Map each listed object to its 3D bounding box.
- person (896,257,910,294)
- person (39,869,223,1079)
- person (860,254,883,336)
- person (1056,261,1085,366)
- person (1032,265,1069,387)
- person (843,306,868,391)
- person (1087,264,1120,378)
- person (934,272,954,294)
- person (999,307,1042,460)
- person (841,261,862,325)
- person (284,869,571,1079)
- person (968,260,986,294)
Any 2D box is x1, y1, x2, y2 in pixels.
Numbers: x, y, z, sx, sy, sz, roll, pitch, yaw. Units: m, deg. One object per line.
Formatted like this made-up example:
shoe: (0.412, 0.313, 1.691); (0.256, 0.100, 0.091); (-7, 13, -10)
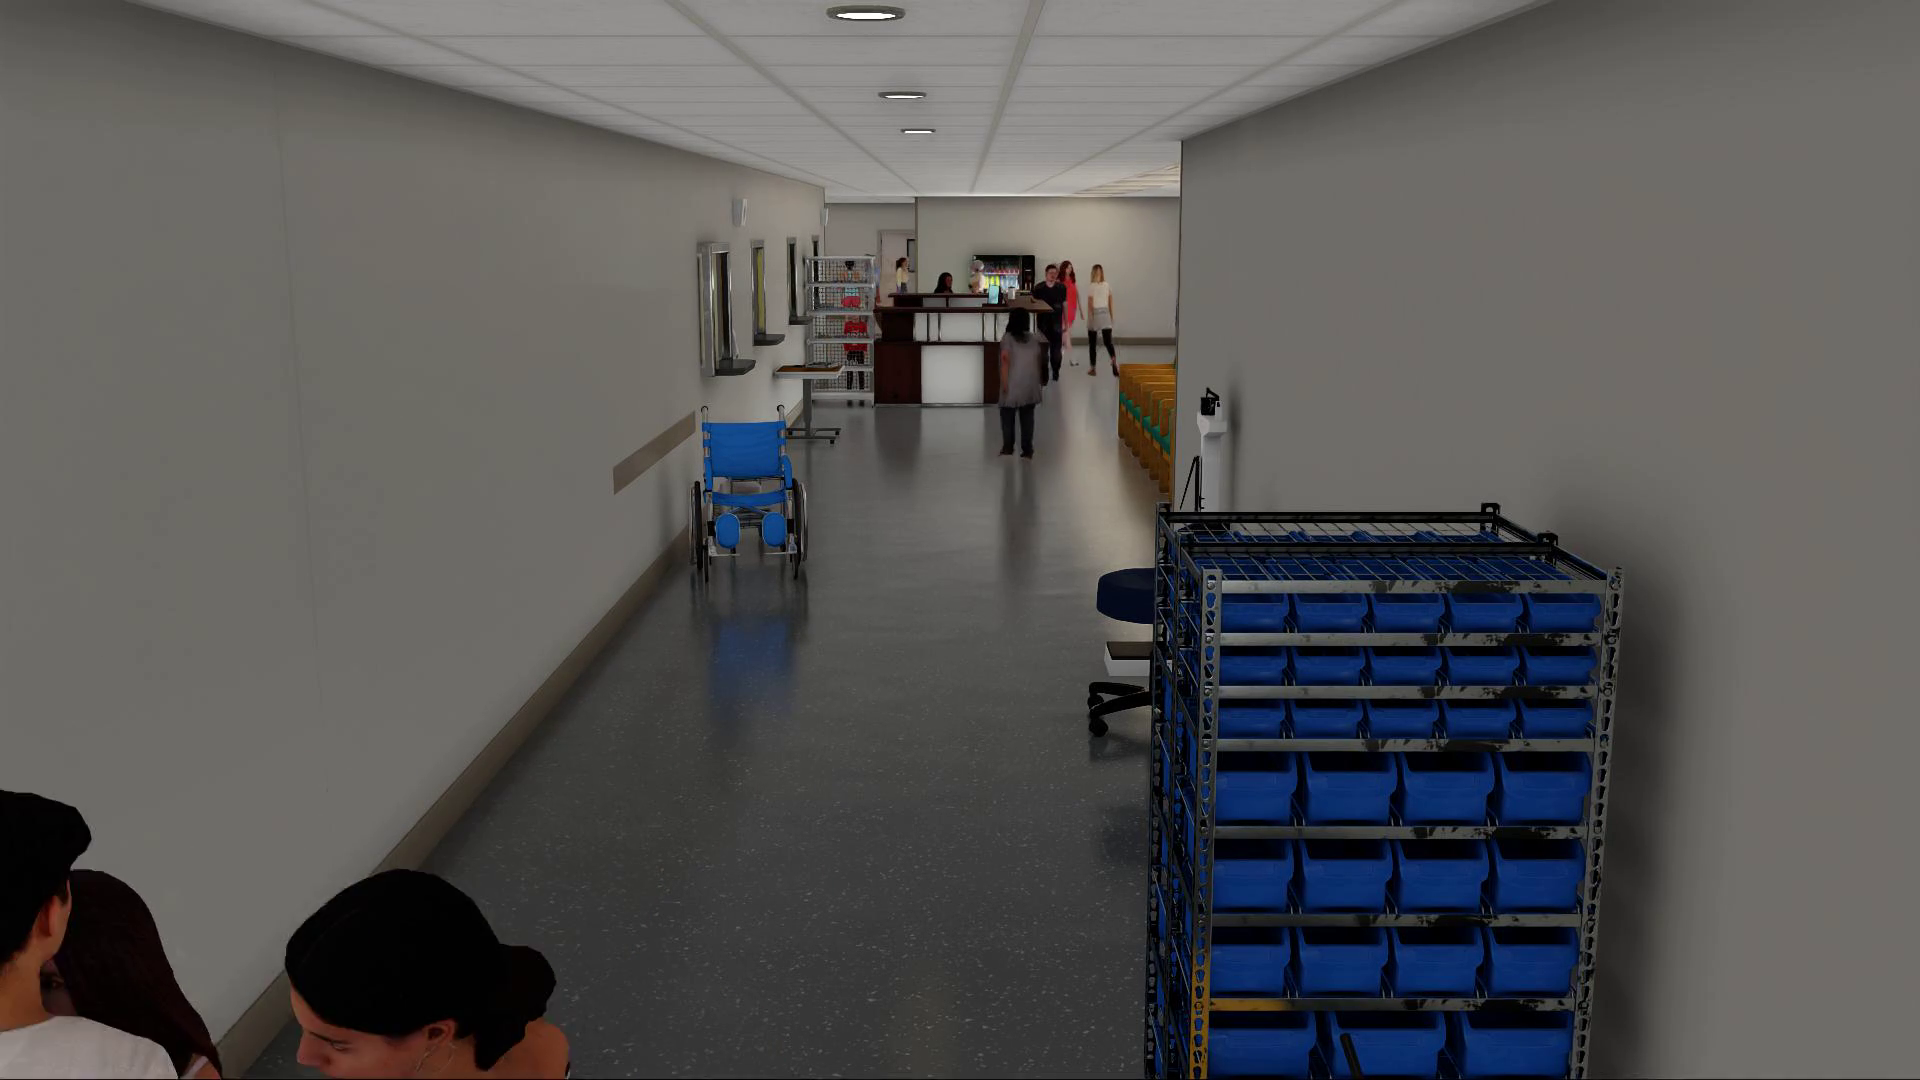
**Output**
person: (-1.518, -6.248, 41.636); (0.725, 1.618, 0.717); (3, 11, 14)
person: (-1.173, 1.221, 2.516); (1.050, 1.529, 0.735); (2, 11, 9)
person: (-1.886, -5.330, 36.399); (1.253, 1.767, 1.094); (-8, 13, -36)
person: (1.812, -3.921, 28.931); (1.172, 1.785, 1.060); (-6, 12, -30)
person: (1.356, -3.262, 25.331); (0.791, 1.831, 0.836); (1, 11, 6)
person: (-1.508, -2.750, 24.102); (0.444, 1.283, 0.565); (0, 11, -2)
person: (2.244, -3.425, 26.330); (1.194, 1.778, 0.862); (-2, 11, -10)
person: (-0.308, -3.889, 29.217); (0.773, 1.614, 0.747); (6, 12, 27)
person: (0.639, -1.623, 17.398); (0.786, 1.569, 0.820); (-6, 12, -27)
person: (-2.305, -5.107, 35.230); (0.555, 1.765, 0.665); (-1, 11, -7)
person: (-0.466, 1.186, 1.984); (0.668, 1.796, 0.734); (7, 13, 32)
person: (0.405, -4.634, 32.795); (0.899, 1.745, 0.817); (6, 12, 30)
